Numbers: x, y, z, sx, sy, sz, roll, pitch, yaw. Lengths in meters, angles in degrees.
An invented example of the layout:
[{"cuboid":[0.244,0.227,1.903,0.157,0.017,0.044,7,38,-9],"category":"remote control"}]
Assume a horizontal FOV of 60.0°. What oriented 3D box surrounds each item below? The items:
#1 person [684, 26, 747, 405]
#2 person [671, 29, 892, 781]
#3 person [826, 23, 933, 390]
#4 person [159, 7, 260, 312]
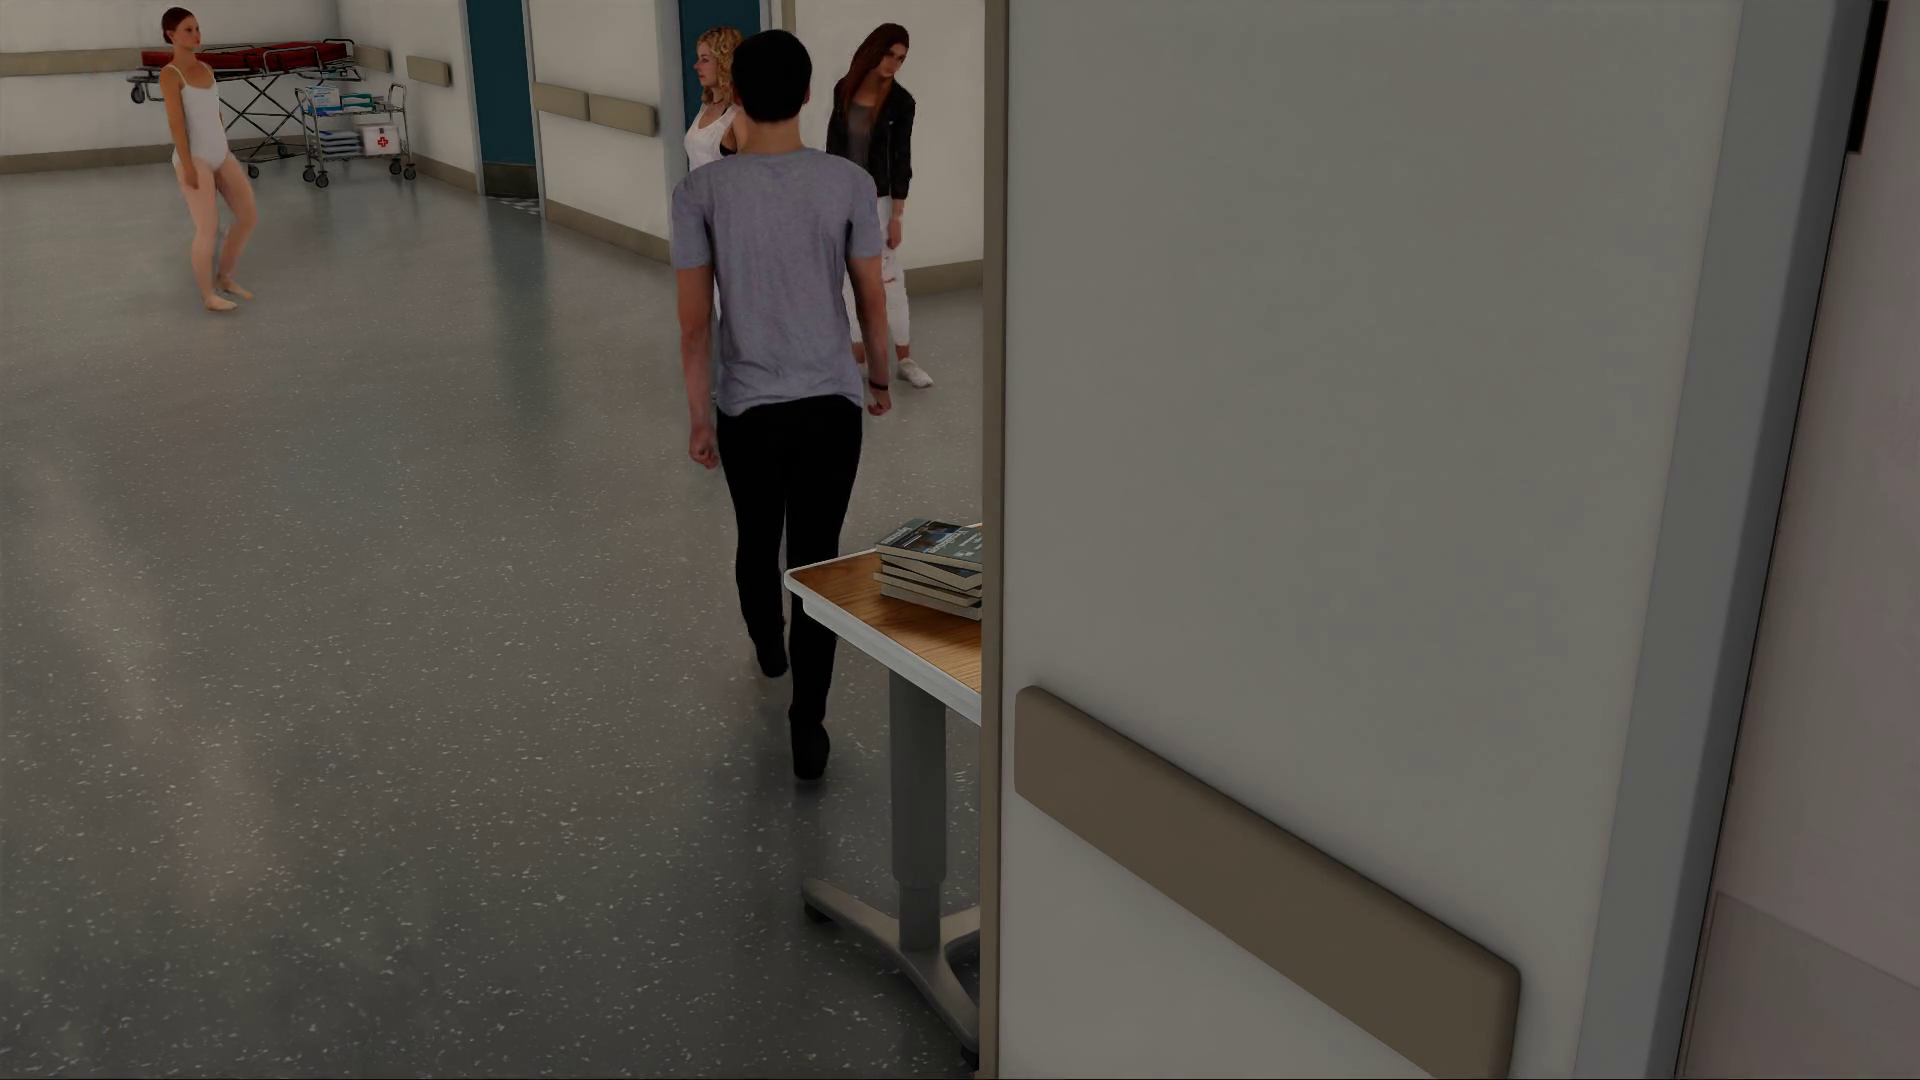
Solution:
[{"cuboid":[-1.005,-1.386,7.299,0.636,1.671,0.458,-14,25,-33],"category":"person"},{"cuboid":[-0.428,-0.281,4.153,1.045,1.833,1.203,0,21,-1],"category":"person"},{"cuboid":[-0.462,-1.529,7.688,0.901,1.664,0.690,-18,27,-39],"category":"person"},{"cuboid":[-4.234,-2.076,9.178,0.715,1.632,0.668,6,22,15],"category":"person"}]
